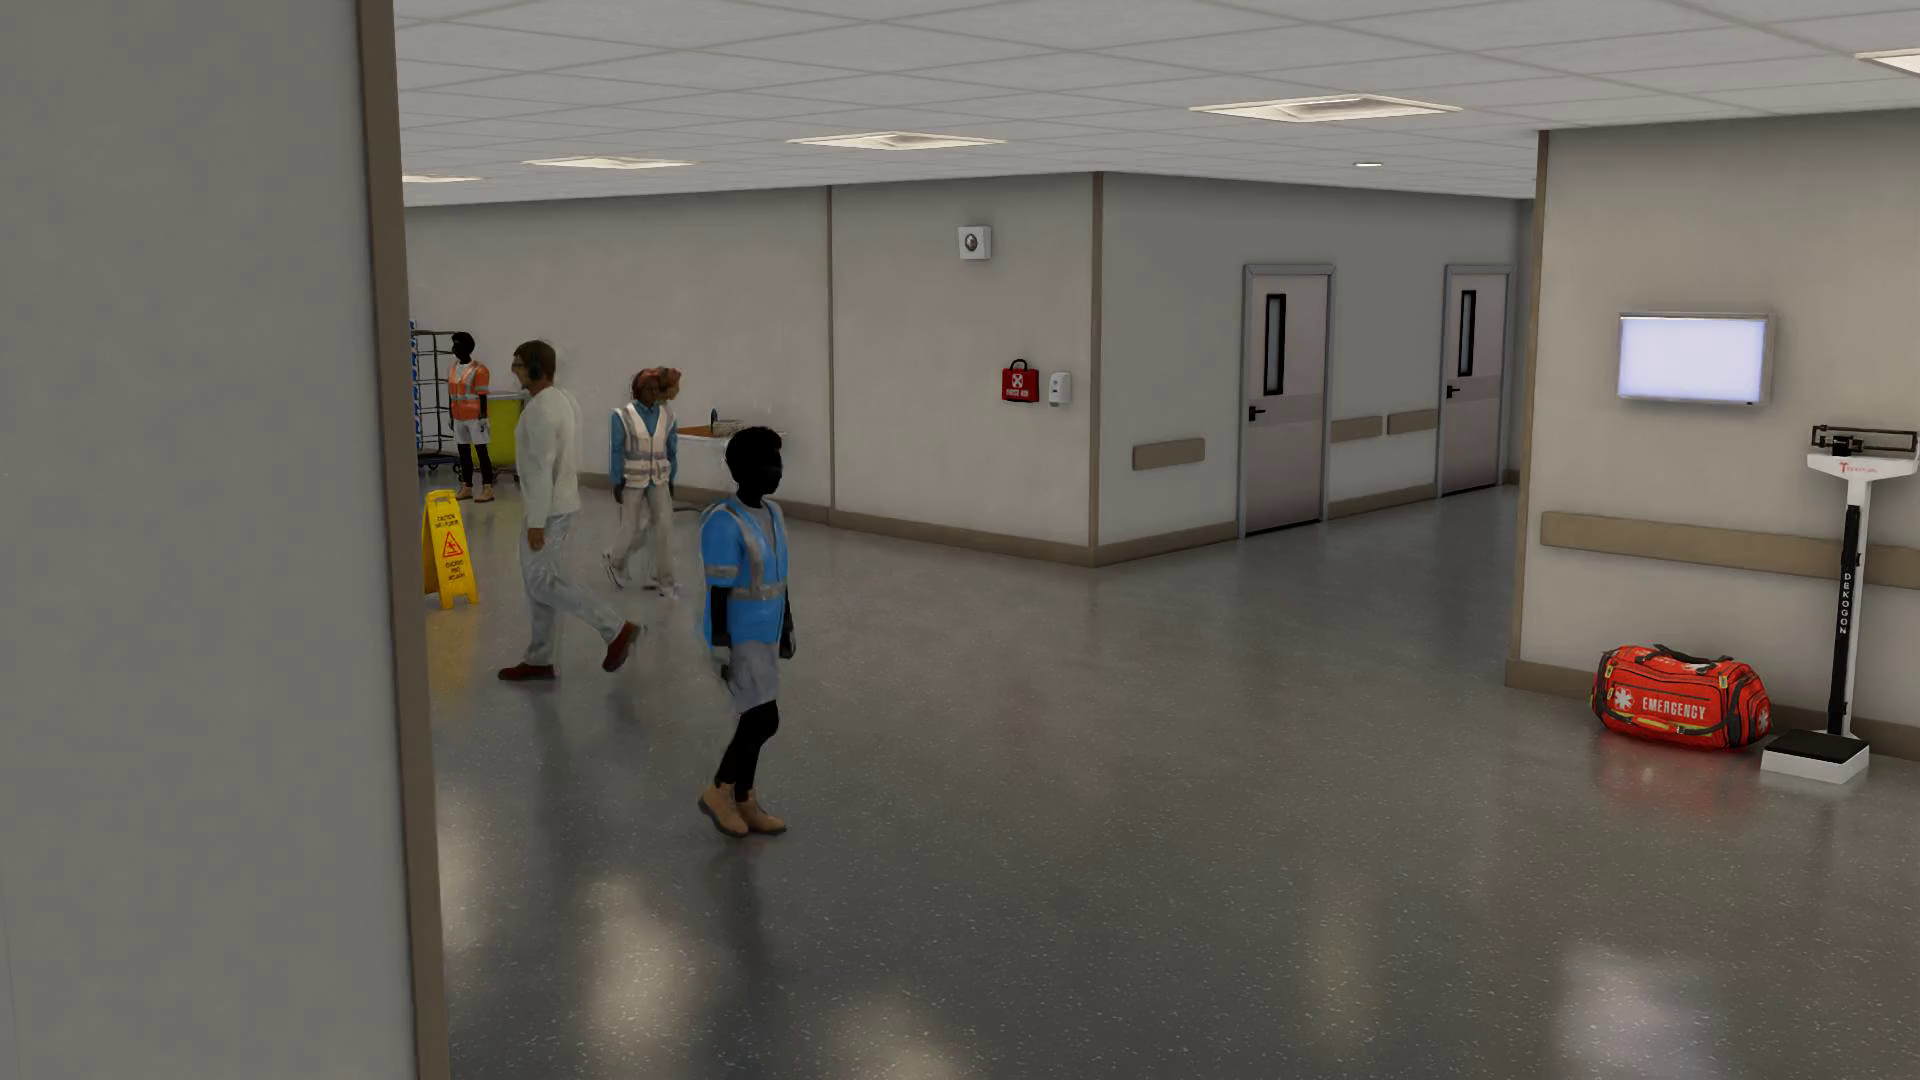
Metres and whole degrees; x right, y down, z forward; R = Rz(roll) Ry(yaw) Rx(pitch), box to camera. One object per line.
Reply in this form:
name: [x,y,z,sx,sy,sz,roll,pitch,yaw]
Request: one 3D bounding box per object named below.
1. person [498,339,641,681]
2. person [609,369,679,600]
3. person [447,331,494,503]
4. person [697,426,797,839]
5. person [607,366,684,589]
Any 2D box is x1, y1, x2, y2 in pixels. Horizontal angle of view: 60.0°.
person: [-2.194,-0.147,9.180,0.710,1.924,0.629,-1,9,-7]
person: [-2.258,-0.402,11.697,0.527,1.621,0.672,-6,11,-34]
person: [-4.848,-1.212,16.427,0.532,1.690,0.322,5,11,29]
person: [-0.826,0.383,6.640,0.366,1.681,0.550,3,10,18]
person: [-2.241,-0.439,11.916,0.509,1.620,0.518,0,9,0]
